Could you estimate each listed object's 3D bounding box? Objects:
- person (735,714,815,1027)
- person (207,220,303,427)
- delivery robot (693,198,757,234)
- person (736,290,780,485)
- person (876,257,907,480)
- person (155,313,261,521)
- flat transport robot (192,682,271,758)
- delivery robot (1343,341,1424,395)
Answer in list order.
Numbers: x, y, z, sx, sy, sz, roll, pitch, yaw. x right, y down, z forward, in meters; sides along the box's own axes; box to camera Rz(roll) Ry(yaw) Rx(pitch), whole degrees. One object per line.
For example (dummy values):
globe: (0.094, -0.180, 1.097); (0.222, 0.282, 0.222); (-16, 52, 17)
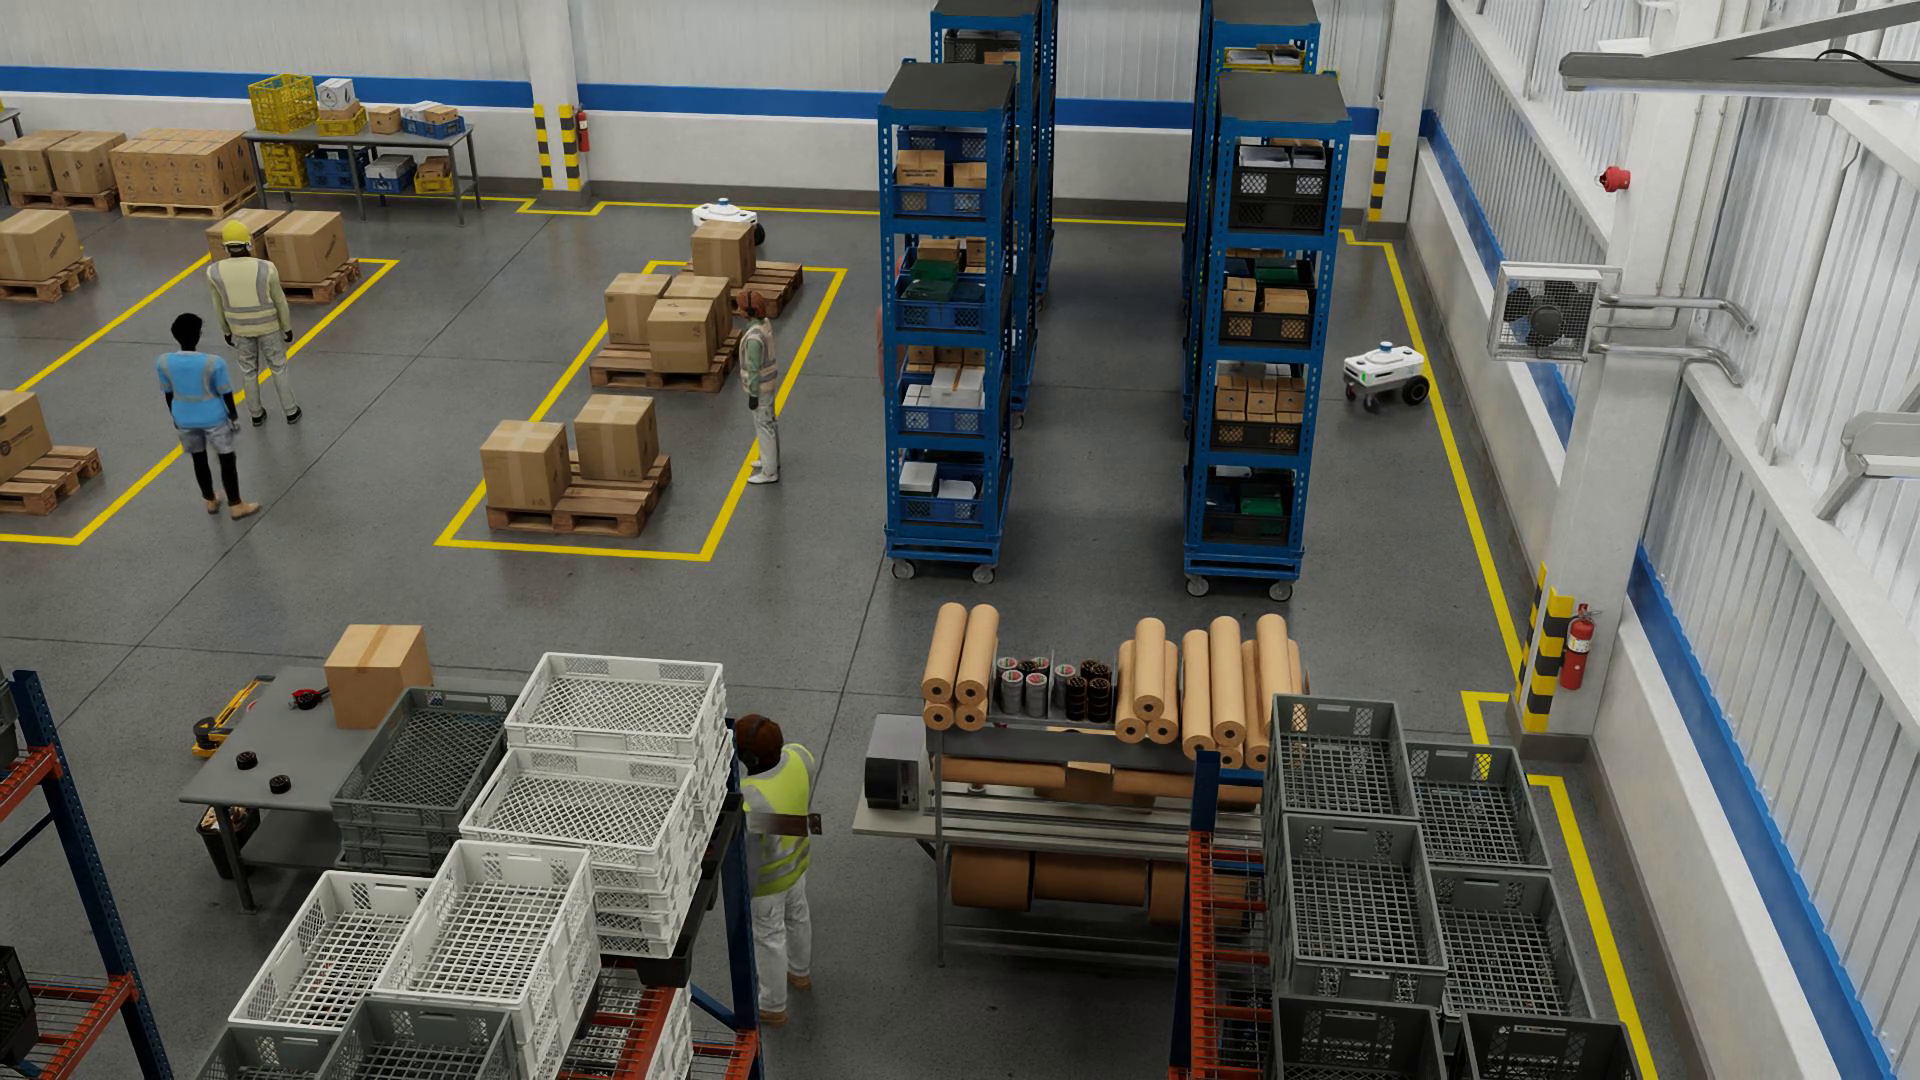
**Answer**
person: (-0.965, 1.629, 8.296); (0.429, 1.846, 0.627); (13, 33, 21)
person: (-6.052, -1.851, 14.294); (0.596, 1.823, 0.403); (-4, 31, -8)
delivery robot: (-2.592, -3.528, 18.335); (0.707, 0.478, 0.477); (16, 34, 26)
person: (-1.616, -1.244, 13.440); (0.311, 1.631, 0.504); (1, 30, 2)
person: (-0.392, -1.348, 13.280); (0.411, 1.980, 0.626); (26, 39, 37)
person: (-5.848, -0.953, 12.894); (0.543, 1.678, 0.369); (-1, 30, -3)
flat transport robot: (-4.089, 1.163, 10.648); (1.431, 0.197, 0.652); (3, 30, 6)
delivery robot: (3.796, -1.542, 14.925); (0.707, 0.478, 0.477); (-13, 33, -21)
